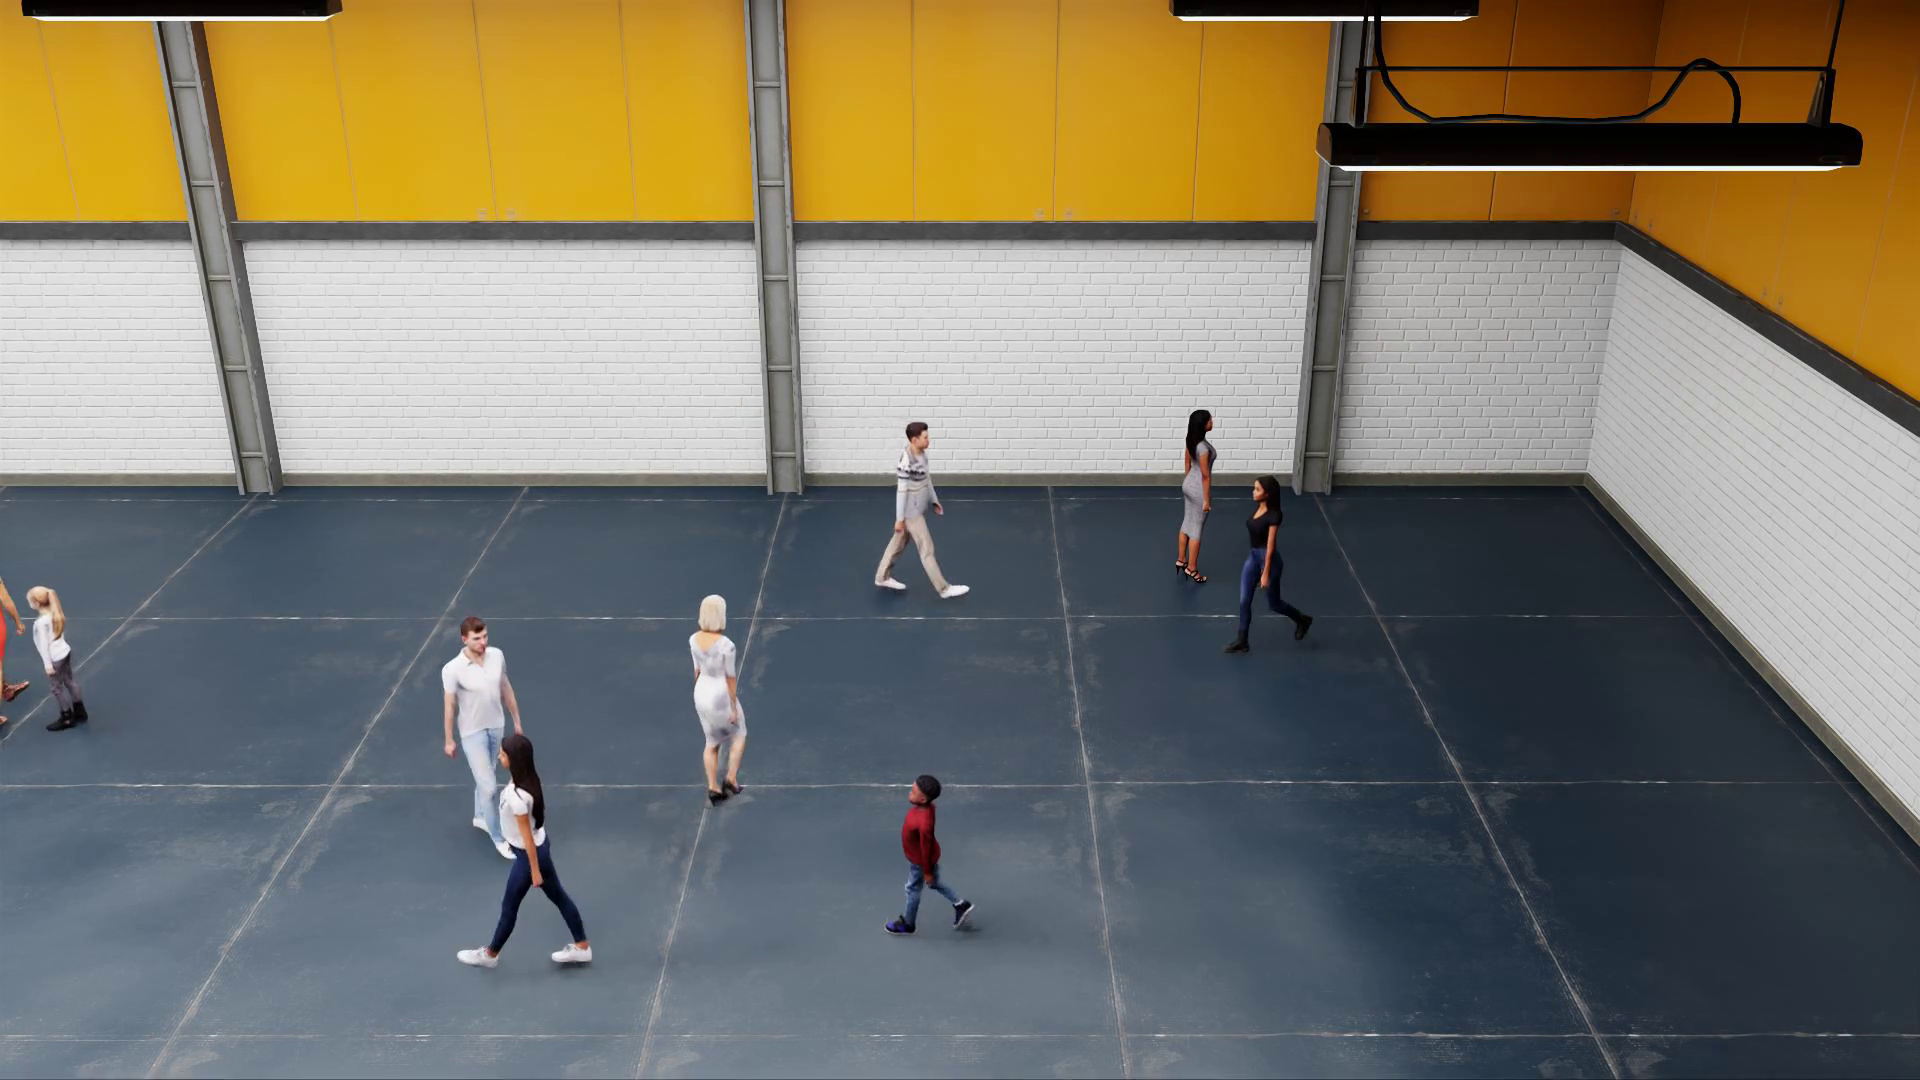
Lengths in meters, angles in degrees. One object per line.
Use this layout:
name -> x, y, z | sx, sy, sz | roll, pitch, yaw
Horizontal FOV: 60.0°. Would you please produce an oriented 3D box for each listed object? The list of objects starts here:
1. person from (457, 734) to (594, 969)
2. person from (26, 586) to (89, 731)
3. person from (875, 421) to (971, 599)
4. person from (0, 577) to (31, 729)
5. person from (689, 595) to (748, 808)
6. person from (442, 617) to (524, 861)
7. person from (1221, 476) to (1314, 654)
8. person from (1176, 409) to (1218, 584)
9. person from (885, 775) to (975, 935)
person -> -2.689, 2.062, 10.821 | 1.114, 1.725, 0.688 | -3, 24, -6
person -> -7.521, 0.974, 13.873 | 0.535, 1.274, 0.519 | -2, 24, -5
person -> -0.545, -0.280, 16.082 | 1.251, 1.802, 0.808 | 4, 24, 9
person -> -8.103, 0.785, 13.793 | 0.928, 1.685, 0.657 | -1, 24, -2
person -> -1.886, 1.273, 12.617 | 0.648, 1.733, 0.739 | 11, 26, 24
person -> -3.572, 1.387, 12.237 | 1.082, 1.827, 0.994 | 17, 29, 34
person -> 2.826, 0.249, 14.985 | 1.138, 1.711, 0.768 | -7, 24, -15
person -> 2.339, -0.449, 16.495 | 0.626, 1.781, 0.648 | -7, 25, -15
person -> -0.184, 2.134, 11.264 | 0.843, 1.238, 0.549 | 2, 24, 5
